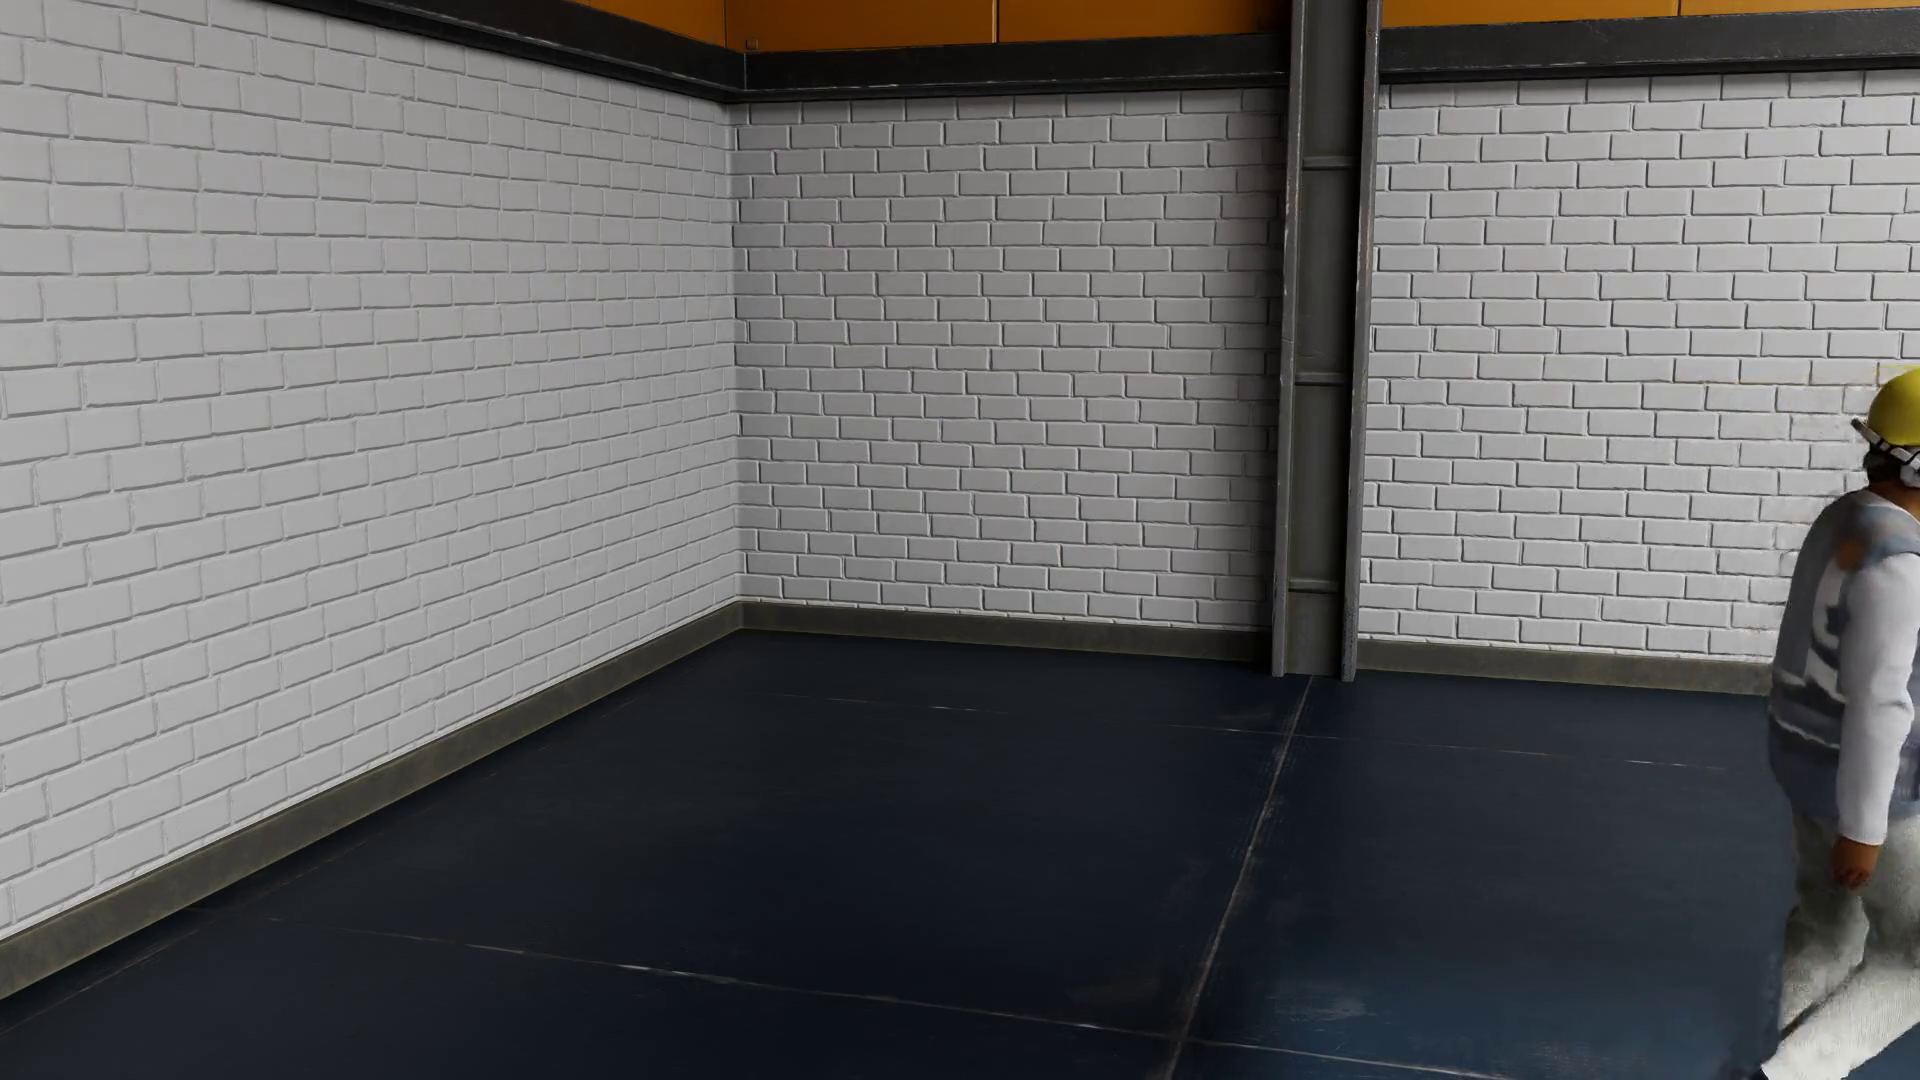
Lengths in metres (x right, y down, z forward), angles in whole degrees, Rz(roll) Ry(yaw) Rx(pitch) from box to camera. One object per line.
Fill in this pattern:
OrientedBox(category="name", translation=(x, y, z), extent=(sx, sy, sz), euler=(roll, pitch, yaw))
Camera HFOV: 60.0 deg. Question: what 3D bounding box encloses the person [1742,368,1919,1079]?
OrientedBox(category="person", translation=(2.013, 0.524, 3.673), extent=(0.419, 1.818, 0.609), euler=(3, 10, 15))
